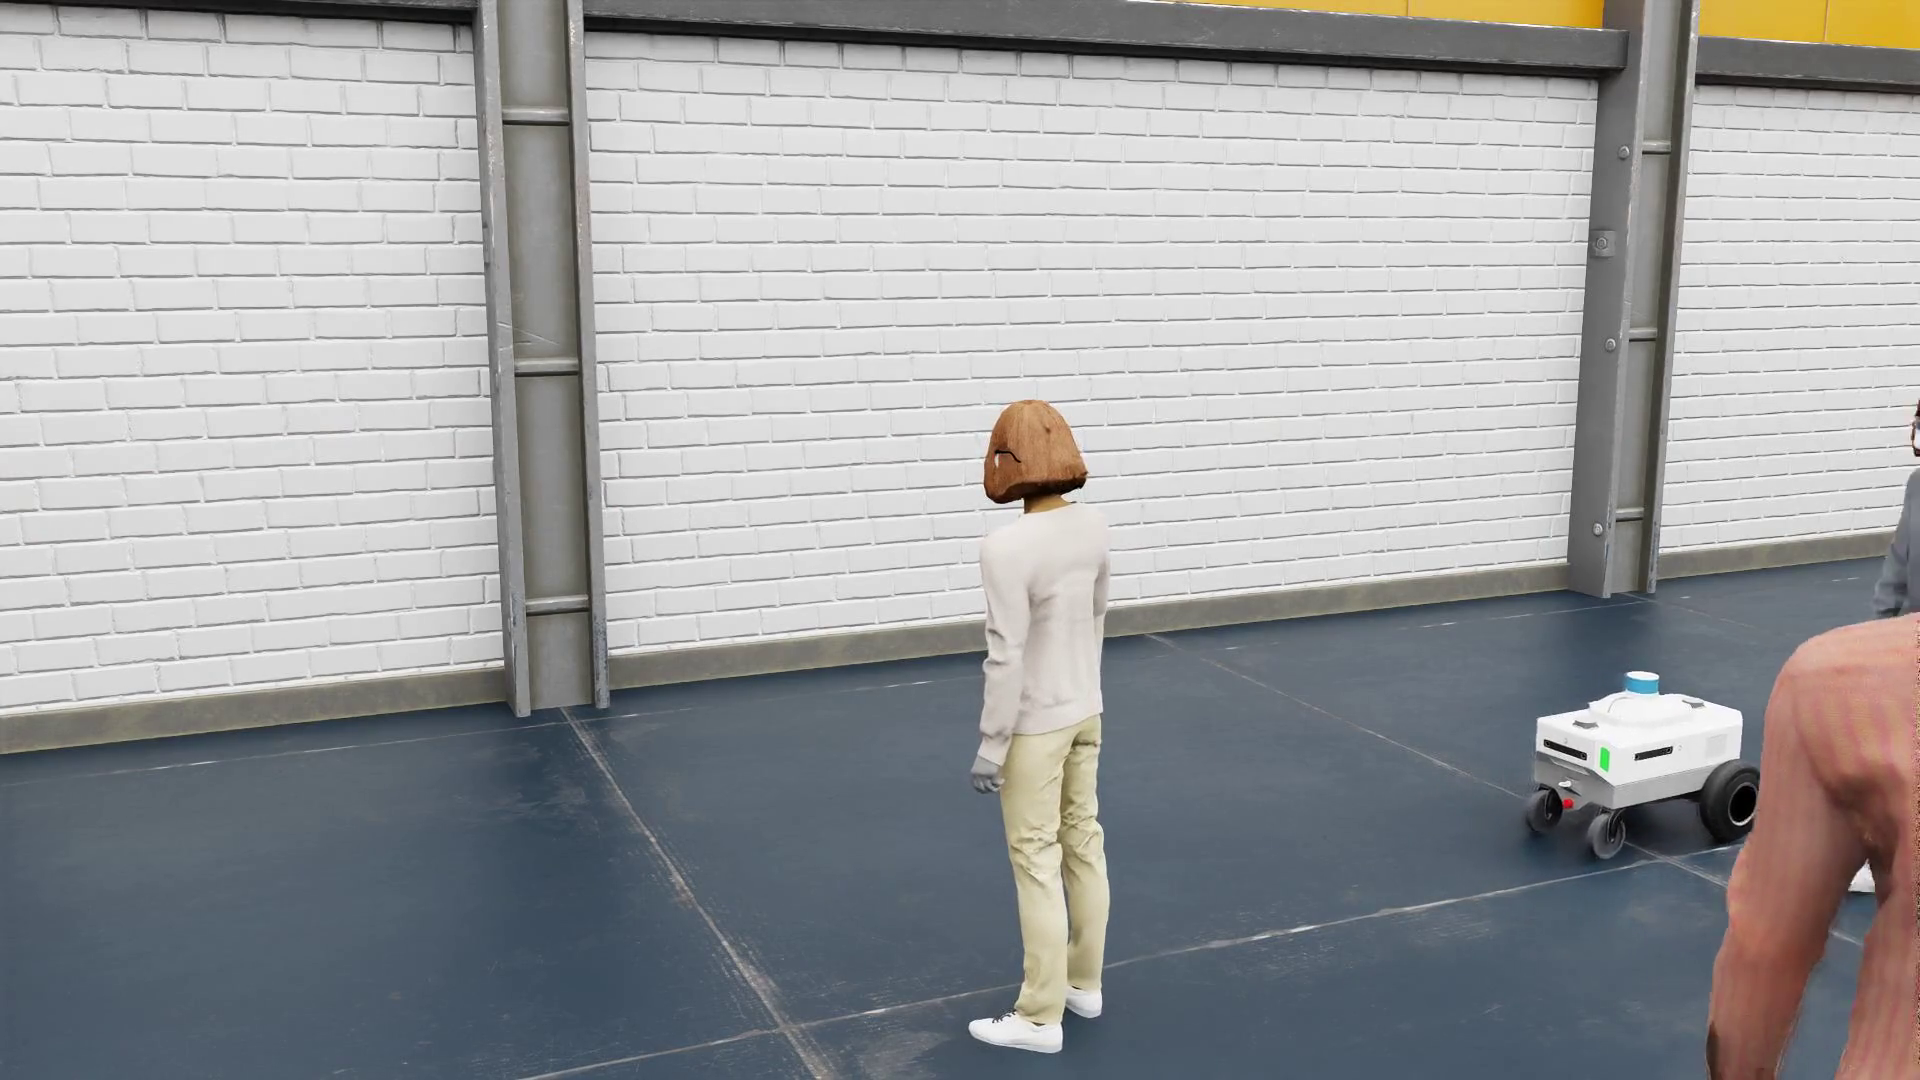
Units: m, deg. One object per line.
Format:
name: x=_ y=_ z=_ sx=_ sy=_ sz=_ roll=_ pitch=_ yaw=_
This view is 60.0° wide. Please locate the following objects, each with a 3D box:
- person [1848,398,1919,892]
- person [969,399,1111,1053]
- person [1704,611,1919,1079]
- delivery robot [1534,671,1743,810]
person: x=2.943 y=0.303 z=5.133 sx=0.780 sy=1.595 sz=0.519 roll=0 pitch=10 yaw=1
person: x=0.199 y=0.465 z=4.162 sx=0.285 sy=1.632 sz=0.499 roll=8 pitch=13 yaw=36
person: x=1.222 y=0.690 z=1.945 sx=0.653 sy=1.977 sz=0.623 roll=5 pitch=11 yaw=25
delivery robot: x=2.296 y=0.690 z=5.636 sx=0.707 sy=0.478 sz=0.477 roll=-5 pitch=12 yaw=-27
